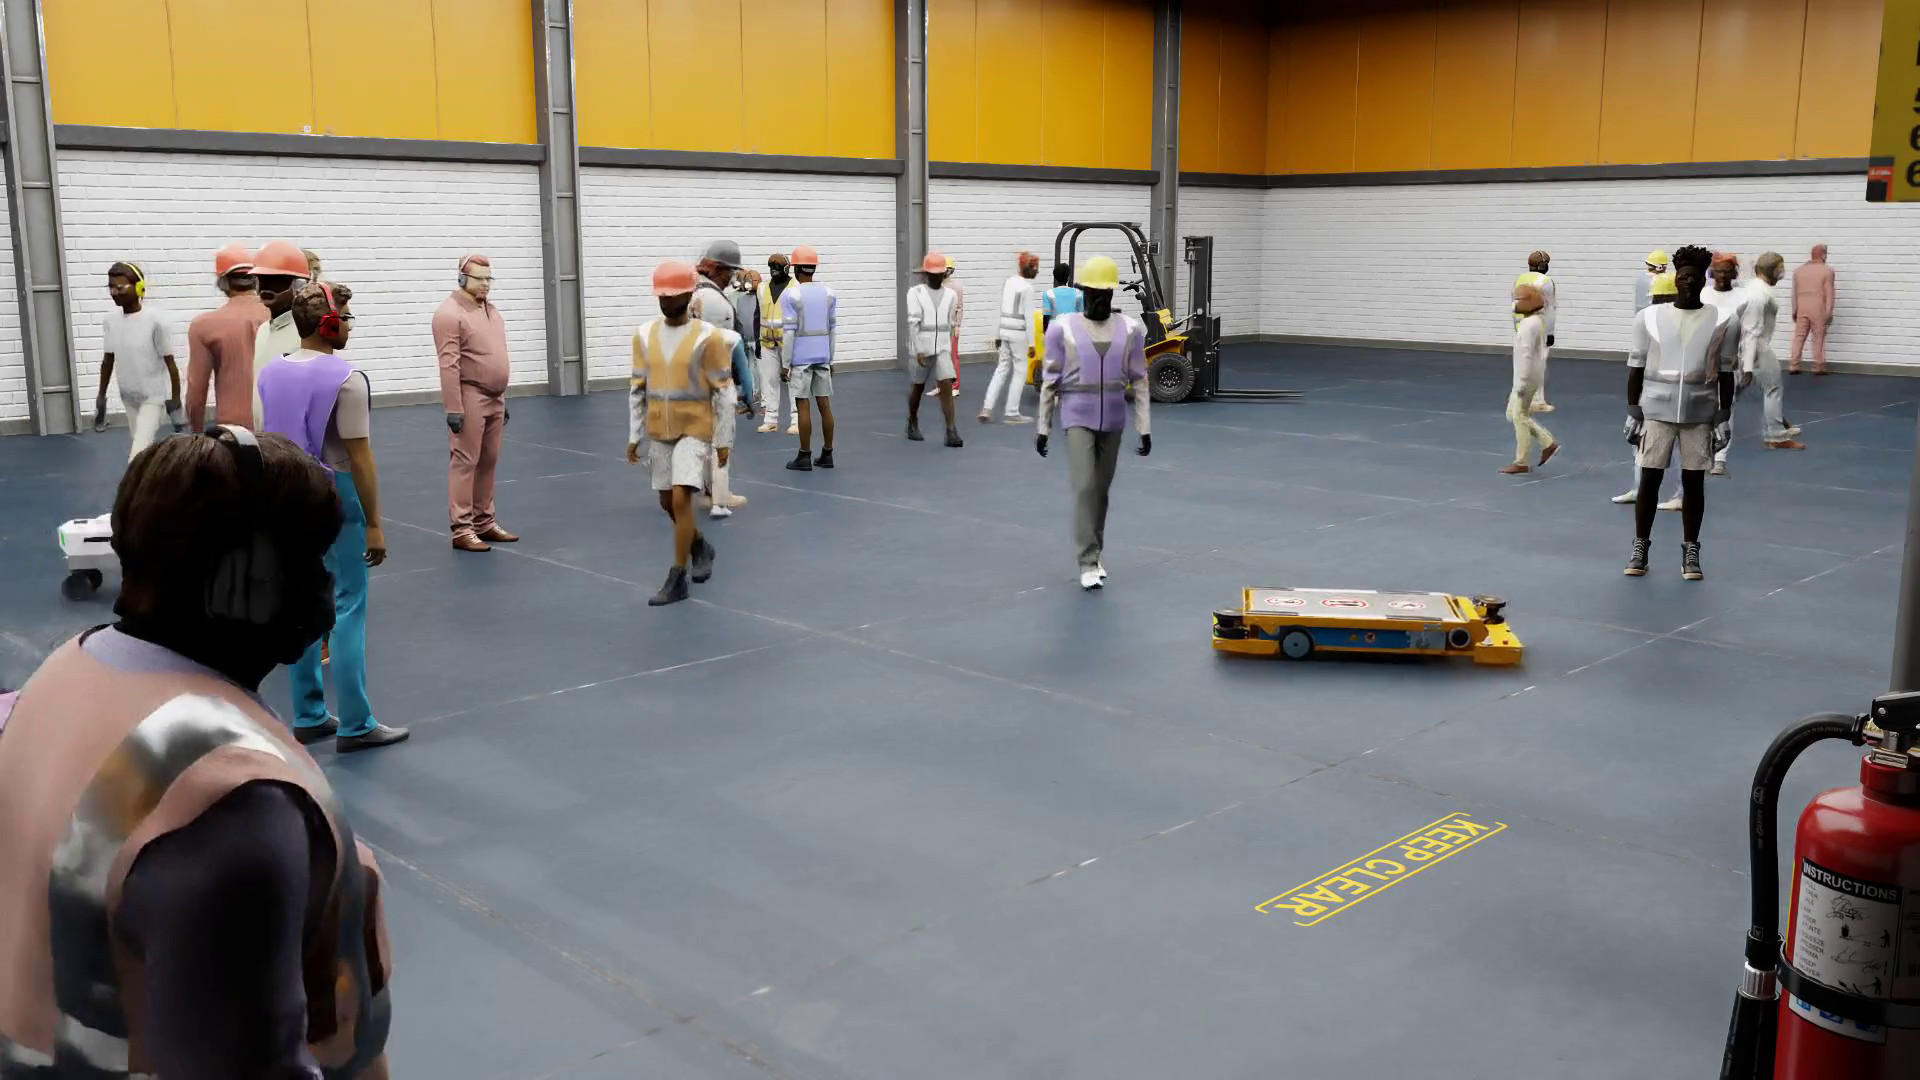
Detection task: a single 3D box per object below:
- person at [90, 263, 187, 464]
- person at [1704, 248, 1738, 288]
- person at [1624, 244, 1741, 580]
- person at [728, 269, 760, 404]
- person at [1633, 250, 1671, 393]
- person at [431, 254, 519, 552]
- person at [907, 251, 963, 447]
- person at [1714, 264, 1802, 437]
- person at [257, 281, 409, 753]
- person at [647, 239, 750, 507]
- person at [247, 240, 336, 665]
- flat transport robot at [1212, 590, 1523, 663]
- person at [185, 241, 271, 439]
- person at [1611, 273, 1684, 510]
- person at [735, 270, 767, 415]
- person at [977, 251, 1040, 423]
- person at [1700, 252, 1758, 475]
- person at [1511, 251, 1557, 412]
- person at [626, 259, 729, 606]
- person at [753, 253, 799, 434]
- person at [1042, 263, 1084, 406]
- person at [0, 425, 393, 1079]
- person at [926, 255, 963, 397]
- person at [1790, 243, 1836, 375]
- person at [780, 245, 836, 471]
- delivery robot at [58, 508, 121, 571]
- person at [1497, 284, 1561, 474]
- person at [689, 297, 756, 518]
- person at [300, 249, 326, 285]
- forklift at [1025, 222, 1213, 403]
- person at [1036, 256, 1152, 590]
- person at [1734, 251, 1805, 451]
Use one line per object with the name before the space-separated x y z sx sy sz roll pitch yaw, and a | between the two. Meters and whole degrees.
person | -5.361 -0.861 10.783 0.538 1.847 0.620 4 11 23
person | 9.187 -2.627 20.355 0.681 1.871 0.808 1 10 6
person | 4.249 -0.749 9.832 0.607 1.966 0.367 4 11 22
person | -2.610 -2.456 20.046 0.509 1.631 0.269 6 12 31
person | 8.799 -2.753 21.124 0.404 1.832 0.599 -2 11 -12
person | -3.108 -0.887 10.764 0.401 1.901 0.649 3 11 15
person | -0.276 -1.857 16.142 0.534 1.880 1.025 -3 11 -18
person | 7.964 -1.920 16.713 0.981 1.801 0.530 0 10 -1
person | -2.502 -0.083 6.530 0.572 1.843 0.373 6 12 29
person | -1.896 -1.232 12.264 0.700 2.000 0.732 -3 11 -18
person | -3.147 -0.404 7.862 0.622 1.996 0.374 9 14 40
flat transport robot | 1.968 0.405 8.167 1.431 0.197 0.652 2 11 9
person | -3.878 -0.627 9.109 0.643 1.986 0.439 -9 14 -42
person | 5.131 -1.083 12.250 0.684 1.739 0.549 2 11 11
person | -2.338 -2.229 18.800 0.500 1.636 0.280 6 12 29
person | 0.512 -2.151 17.824 0.614 1.844 0.650 -6 12 -29
person | 6.431 -1.498 14.160 0.595 1.879 0.396 7 12 33
person | 6.633 -2.401 19.184 0.429 1.844 0.627 -5 11 -23
person | -1.562 -0.626 9.380 0.561 1.910 0.847 3 11 17
person | -1.825 -1.998 16.982 0.633 1.842 0.429 4 11 19
person | 1.217 -2.430 19.725 0.536 1.699 0.322 -2 11 -13
person | -0.939 0.782 1.914 0.581 1.821 0.662 -9 14 -41
person | -0.189 -2.683 20.916 0.525 1.772 0.299 8 13 38
person | 12.400 -3.341 24.141 0.403 1.909 0.651 -6 12 -29
person | -1.323 -1.564 14.350 0.547 1.938 0.377 -8 13 -38
delivery robot | -4.675 -0.009 9.394 0.707 0.478 0.477 -3 11 -15
person | 4.829 -1.348 14.048 0.424 1.621 0.507 3 11 14
person | -1.783 -0.978 12.097 0.573 1.586 0.837 0 10 -1
person | -4.335 -0.965 11.086 0.372 1.940 0.631 -4 11 -23
forklift | 1.935 -2.847 20.651 2.313 2.155 1.214 2 11 13
person | 0.804 -0.665 9.564 0.629 1.892 0.860 -3 11 -14
person | 7.457 -1.788 15.740 1.034 1.894 0.625 3 11 14
